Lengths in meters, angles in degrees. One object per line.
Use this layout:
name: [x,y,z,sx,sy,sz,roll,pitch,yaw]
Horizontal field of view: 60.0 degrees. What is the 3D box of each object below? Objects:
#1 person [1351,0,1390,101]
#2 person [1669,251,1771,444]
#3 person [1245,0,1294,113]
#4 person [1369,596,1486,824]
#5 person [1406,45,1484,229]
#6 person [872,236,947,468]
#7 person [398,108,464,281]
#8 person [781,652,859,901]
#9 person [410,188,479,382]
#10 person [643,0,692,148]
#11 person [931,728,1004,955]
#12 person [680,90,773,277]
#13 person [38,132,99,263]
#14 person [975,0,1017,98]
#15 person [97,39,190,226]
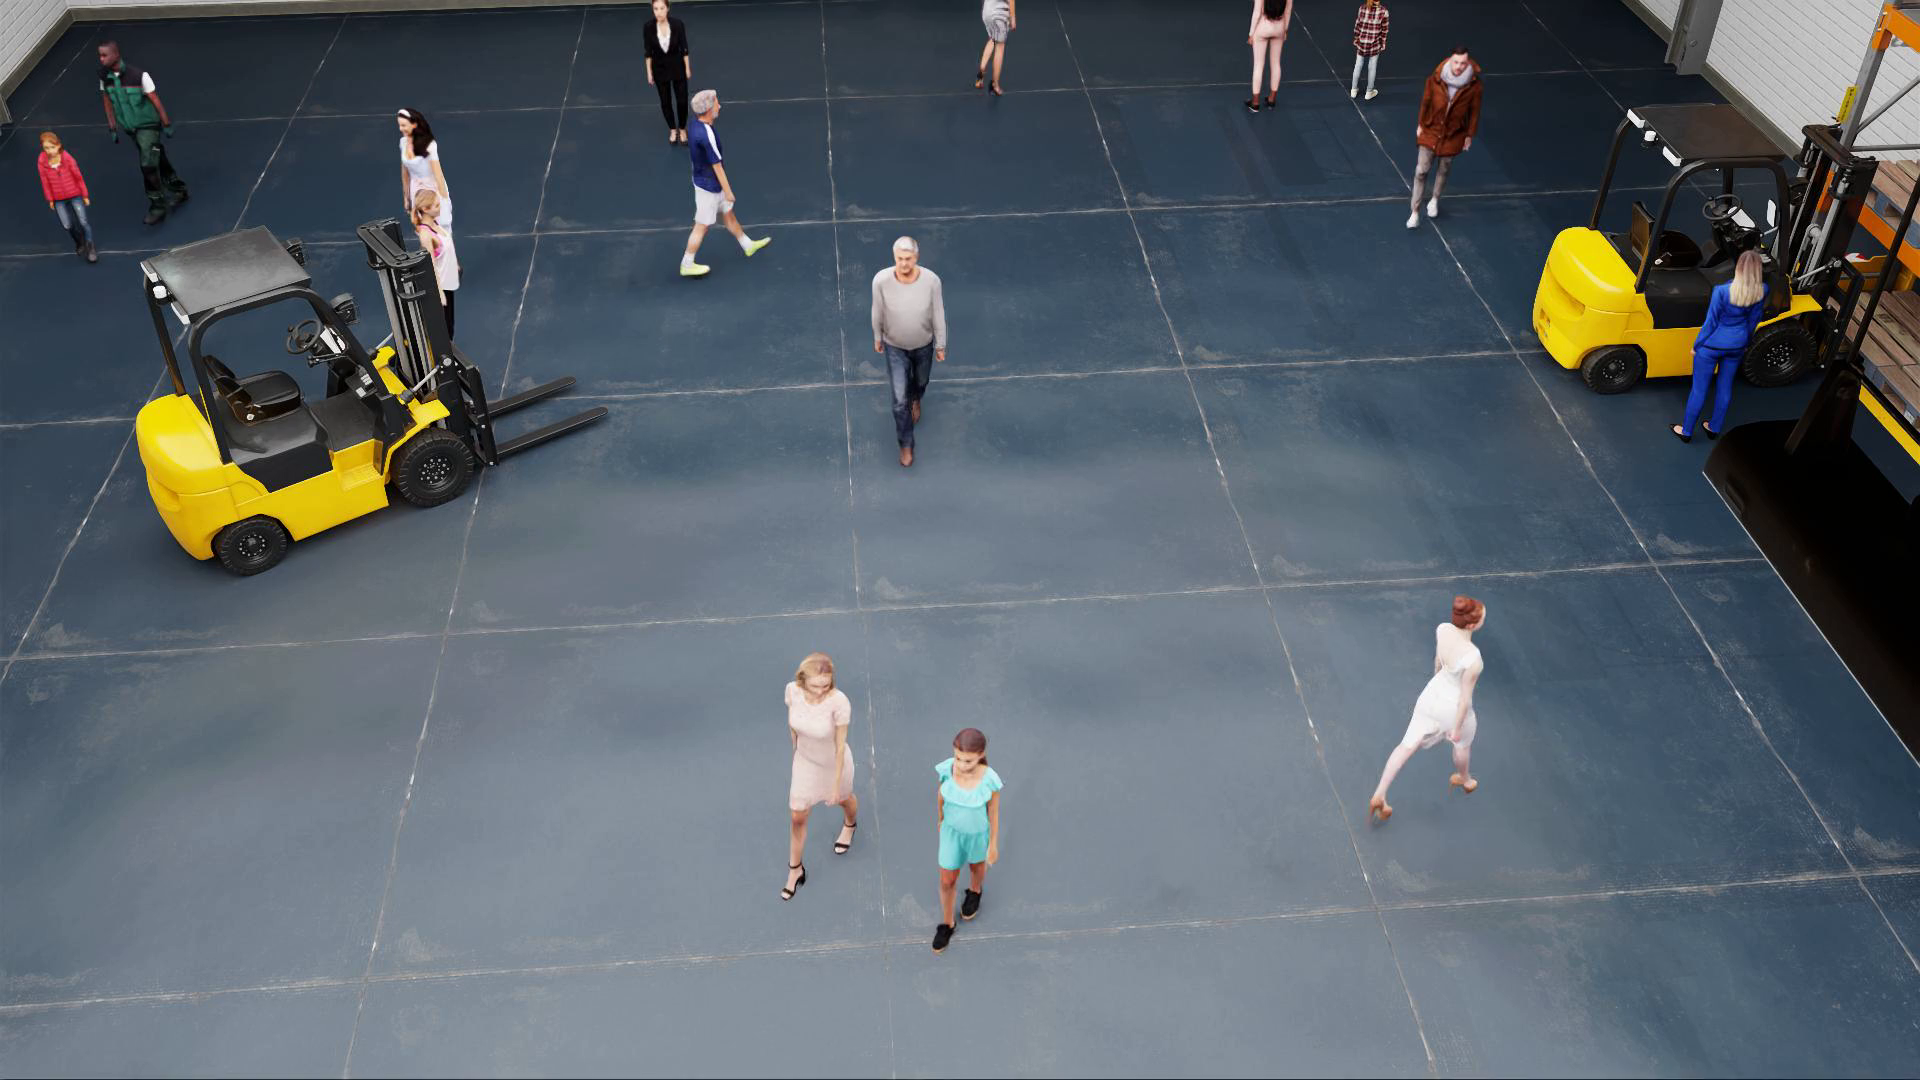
person: [4.622,-5.634,18.768,0.614,1.305,0.642,17,42,20]
person: [6.113,-1.544,13.330,0.624,1.699,0.536,-4,39,-5]
person: [3.426,-5.609,18.403,0.652,1.721,0.585,-9,40,-12]
person: [2.828,1.051,10.043,0.866,1.746,1.062,-14,41,-17]
person: [4.743,-4.004,16.325,0.911,1.807,1.077,10,40,12]
person: [-0.398,-1.612,13.275,0.762,1.874,1.233,-2,39,-2]
person: [-4.783,-3.131,15.236,0.880,1.802,0.956,20,43,23]
person: [-0.747,1.256,9.755,0.858,1.785,1.032,15,41,18]
person: [-4.374,-2.127,13.991,0.664,1.787,0.450,-4,39,-5]
person: [-3.094,-5.016,17.721,0.596,1.645,0.585,-3,39,-4]
person: [0.073,1.599,9.519,0.737,1.544,0.886,12,40,14]
person: [-2.404,-3.262,15.414,0.931,1.783,1.182,-13,40,-16]
person: [-8.492,-3.288,15.825,0.602,1.311,0.648,-13,41,-16]
person: [0.338,-5.806,18.580,0.799,1.808,0.857,31,48,33]
person: [-8.040,-4.112,16.463,0.894,1.803,1.122,7,39,9]
